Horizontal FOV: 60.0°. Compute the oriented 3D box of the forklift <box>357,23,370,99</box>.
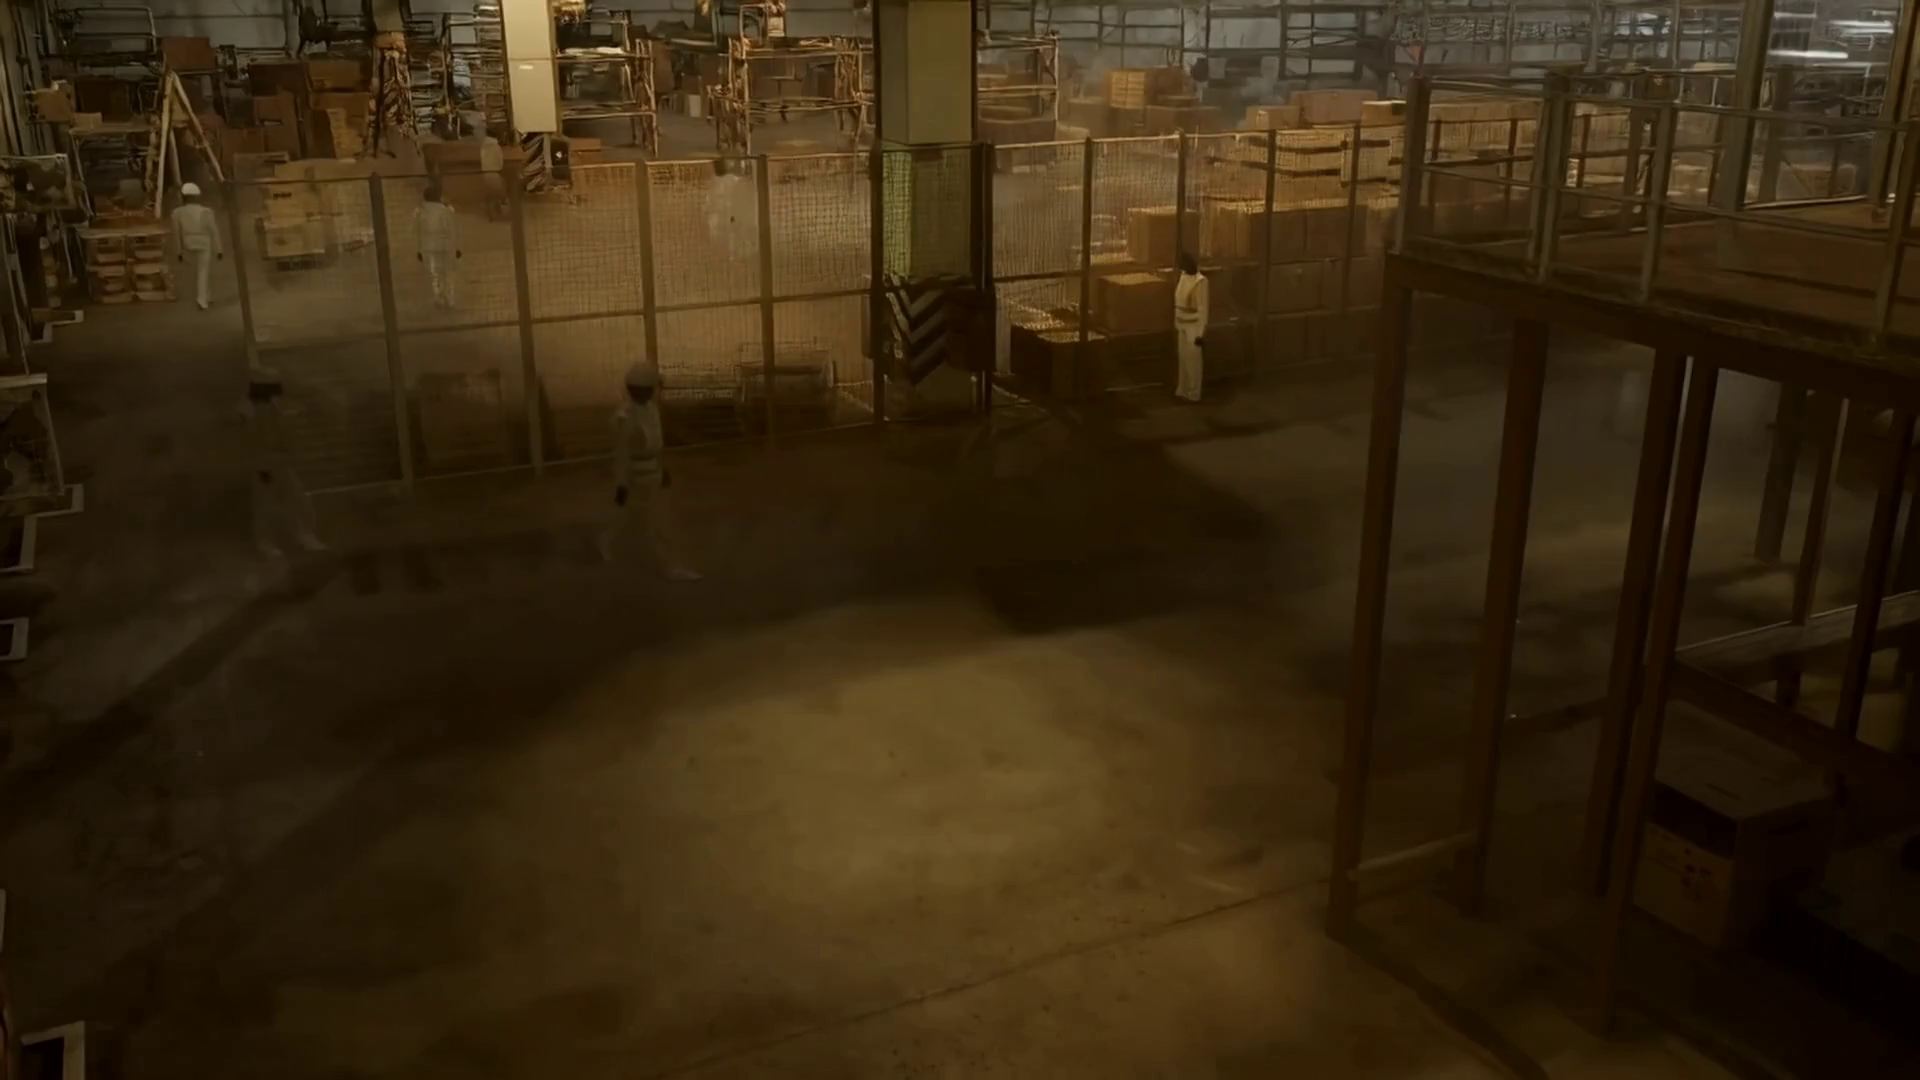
[{"bbox_3d":[-23.036,-18.792,65.143,1.129,2.768,1.873,14,23,35],"label":"forklift"}]

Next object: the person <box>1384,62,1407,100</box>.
[{"bbox_3d":[13.942,-14.327,53.469,0.654,2.000,0.695,-9,21,-25],"label":"person"}]

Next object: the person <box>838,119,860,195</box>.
[{"bbox_3d":[-2.497,-8.629,37.486,0.539,1.689,0.320,6,20,16],"label":"person"}]

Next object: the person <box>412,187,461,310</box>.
[{"bbox_3d":[-7.853,-4.392,24.990,0.662,1.823,0.604,-6,20,-16],"label":"person"}]

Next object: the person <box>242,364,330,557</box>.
[{"bbox_3d":[-5.867,-0.658,14.336,0.749,1.717,0.493,7,20,19],"label":"person"}]

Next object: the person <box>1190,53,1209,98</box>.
[{"bbox_3d":[8.713,-16.711,60.549,0.631,1.939,1.061,0,19,-1],"label":"person"}]

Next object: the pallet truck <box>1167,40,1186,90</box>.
[{"bbox_3d":[9.045,-19.971,69.895,0.823,1.965,1.885,-3,19,-8],"label":"pallet truck"}]

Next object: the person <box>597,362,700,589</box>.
[{"bbox_3d":[-2.666,-0.552,13.749,0.978,1.908,0.620,6,20,16],"label":"person"}]

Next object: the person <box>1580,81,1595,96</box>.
[{"bbox_3d":[18.255,-12.541,48.477,0.392,1.920,0.593,-5,20,-15],"label":"person"}]

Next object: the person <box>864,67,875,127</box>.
[{"bbox_3d":[-2.813,-14.255,53.500,0.575,1.883,0.355,15,24,37],"label":"person"}]

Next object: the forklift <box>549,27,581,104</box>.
[{"bbox_3d":[-15.298,-17.688,61.945,1.873,2.768,1.129,-9,21,-25],"label":"forklift"}]

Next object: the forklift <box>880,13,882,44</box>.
[{"bbox_3d":[-3.638,-23.506,78.810,1.873,2.768,1.129,-13,23,-33],"label":"forklift"}]

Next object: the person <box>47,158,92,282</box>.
[{"bbox_3d":[-14.492,-5.217,27.127,0.609,1.996,0.379,-17,26,-41],"label":"person"}]

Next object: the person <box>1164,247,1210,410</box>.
[{"bbox_3d":[2.653,-2.453,19.287,0.353,1.883,0.572,-8,20,-21],"label":"person"}]

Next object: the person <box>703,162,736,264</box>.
[{"bbox_3d":[-4.169,-5.627,28.576,0.661,1.818,0.728,16,25,39],"label":"person"}]

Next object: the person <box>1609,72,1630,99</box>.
[{"bbox_3d":[20.535,-13.657,51.858,0.607,1.816,0.459,4,19,12],"label":"person"}]

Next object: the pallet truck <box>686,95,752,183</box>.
[{"bbox_3d":[-5.836,-9.608,39.856,0.823,1.965,1.885,10,22,27],"label":"pallet truck"}]

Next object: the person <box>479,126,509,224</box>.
[{"bbox_3d":[-9.234,-7.288,33.266,0.722,1.914,0.546,8,20,21],"label":"person"}]

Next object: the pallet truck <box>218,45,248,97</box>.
[{"bbox_3d":[-28.879,-18.665,66.111,0.823,1.965,1.885,-3,19,-9],"label":"pallet truck"}]

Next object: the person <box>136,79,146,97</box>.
[{"bbox_3d":[-25.209,-13.419,51.459,0.515,1.634,0.313,8,21,23],"label":"person"}]

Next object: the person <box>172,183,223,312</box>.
[{"bbox_3d":[-11.421,-4.385,24.901,0.605,1.883,0.993,-2,19,-6],"label":"person"}]

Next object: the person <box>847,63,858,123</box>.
[{"bbox_3d":[-3.519,-14.686,54.704,0.394,1.919,0.581,2,19,7],"label":"person"}]

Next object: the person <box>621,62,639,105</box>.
[{"bbox_3d":[-11.606,-15.981,58.464,0.637,1.915,0.809,-13,23,-33],"label":"person"}]
